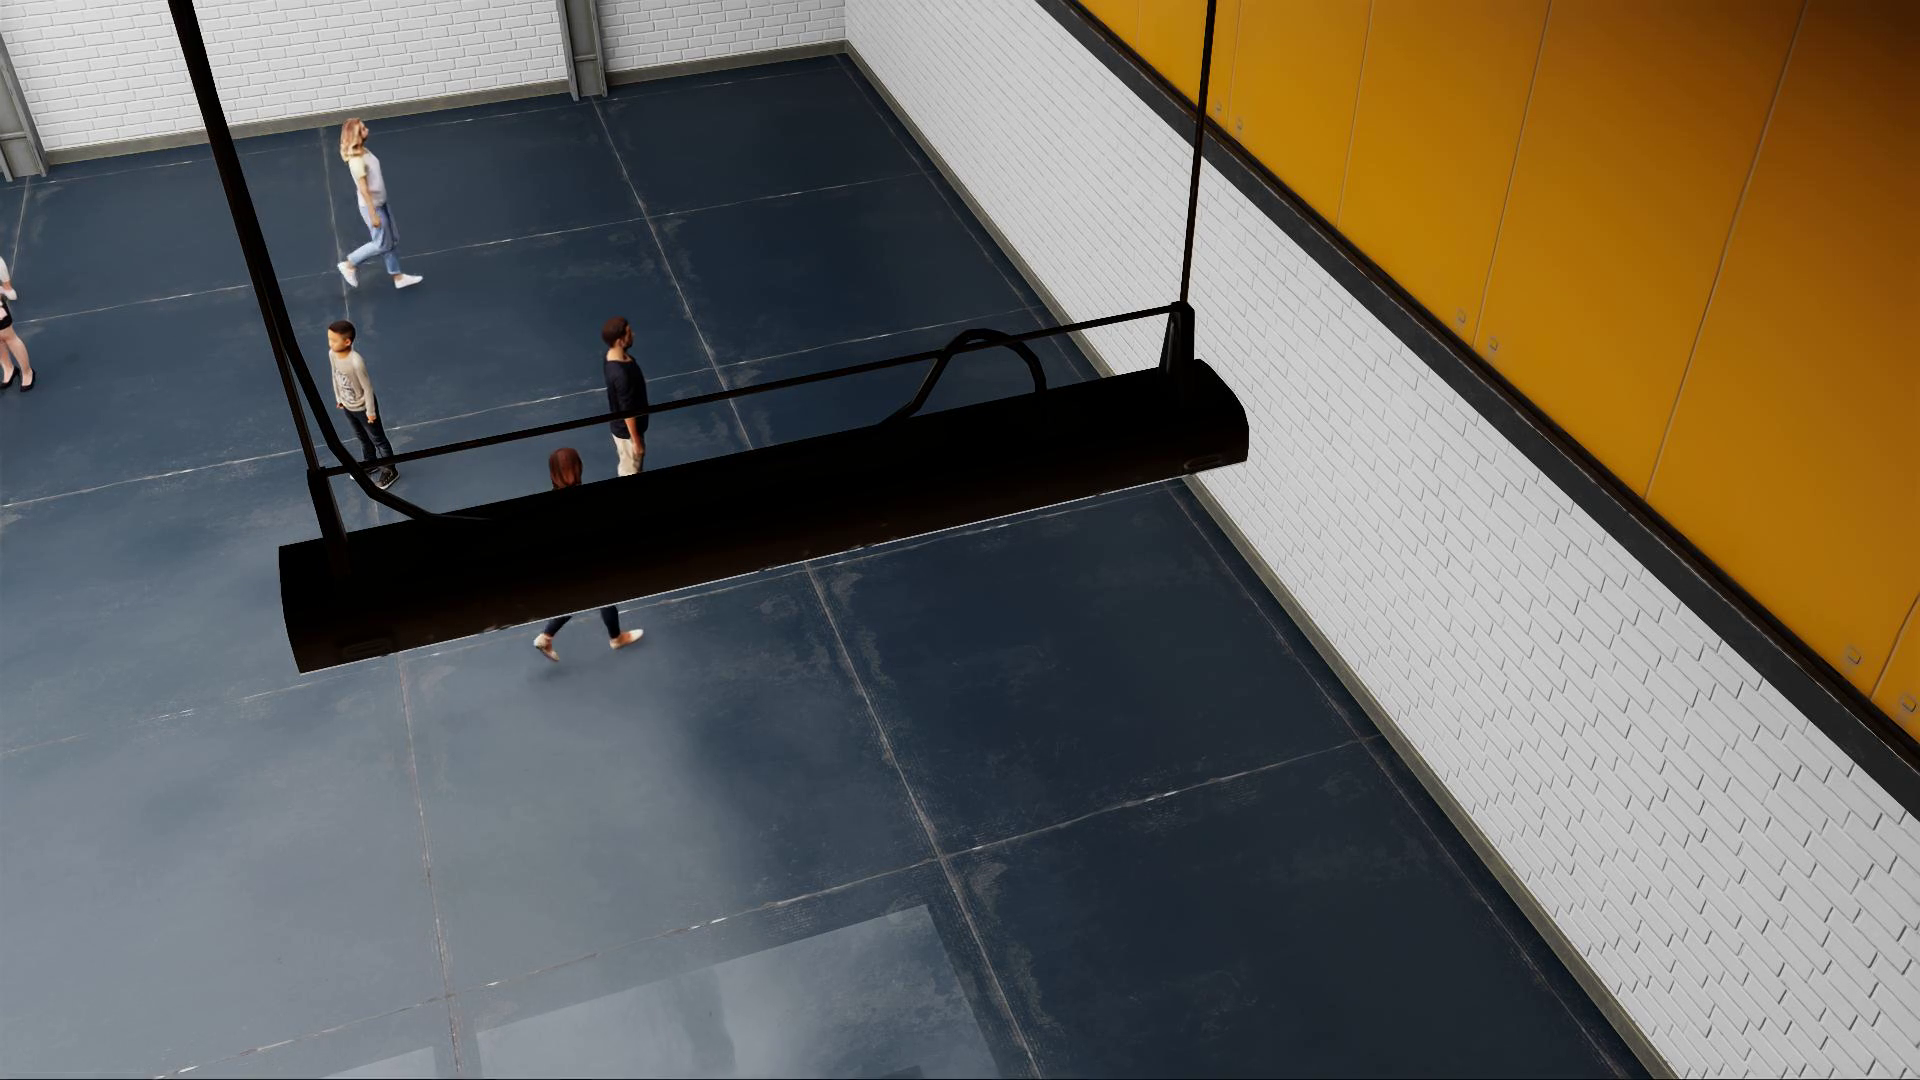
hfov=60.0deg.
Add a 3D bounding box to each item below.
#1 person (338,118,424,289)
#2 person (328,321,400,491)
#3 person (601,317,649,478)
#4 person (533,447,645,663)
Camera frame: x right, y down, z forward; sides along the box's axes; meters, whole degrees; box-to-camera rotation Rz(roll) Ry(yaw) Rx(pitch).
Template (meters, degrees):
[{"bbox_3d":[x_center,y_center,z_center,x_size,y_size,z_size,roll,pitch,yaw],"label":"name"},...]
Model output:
[{"bbox_3d":[-5.480,-3.041,15.293,0.959,1.709,0.685,-10,40,-12],"label":"person"},{"bbox_3d":[-4.699,-1.074,13.028,0.632,1.463,0.666,22,44,25],"label":"person"},{"bbox_3d":[-2.491,-0.837,12.421,0.539,1.850,0.629,-12,40,-15],"label":"person"},{"bbox_3d":[-2.619,0.154,11.274,1.061,1.733,0.753,-23,44,-26],"label":"person"}]
